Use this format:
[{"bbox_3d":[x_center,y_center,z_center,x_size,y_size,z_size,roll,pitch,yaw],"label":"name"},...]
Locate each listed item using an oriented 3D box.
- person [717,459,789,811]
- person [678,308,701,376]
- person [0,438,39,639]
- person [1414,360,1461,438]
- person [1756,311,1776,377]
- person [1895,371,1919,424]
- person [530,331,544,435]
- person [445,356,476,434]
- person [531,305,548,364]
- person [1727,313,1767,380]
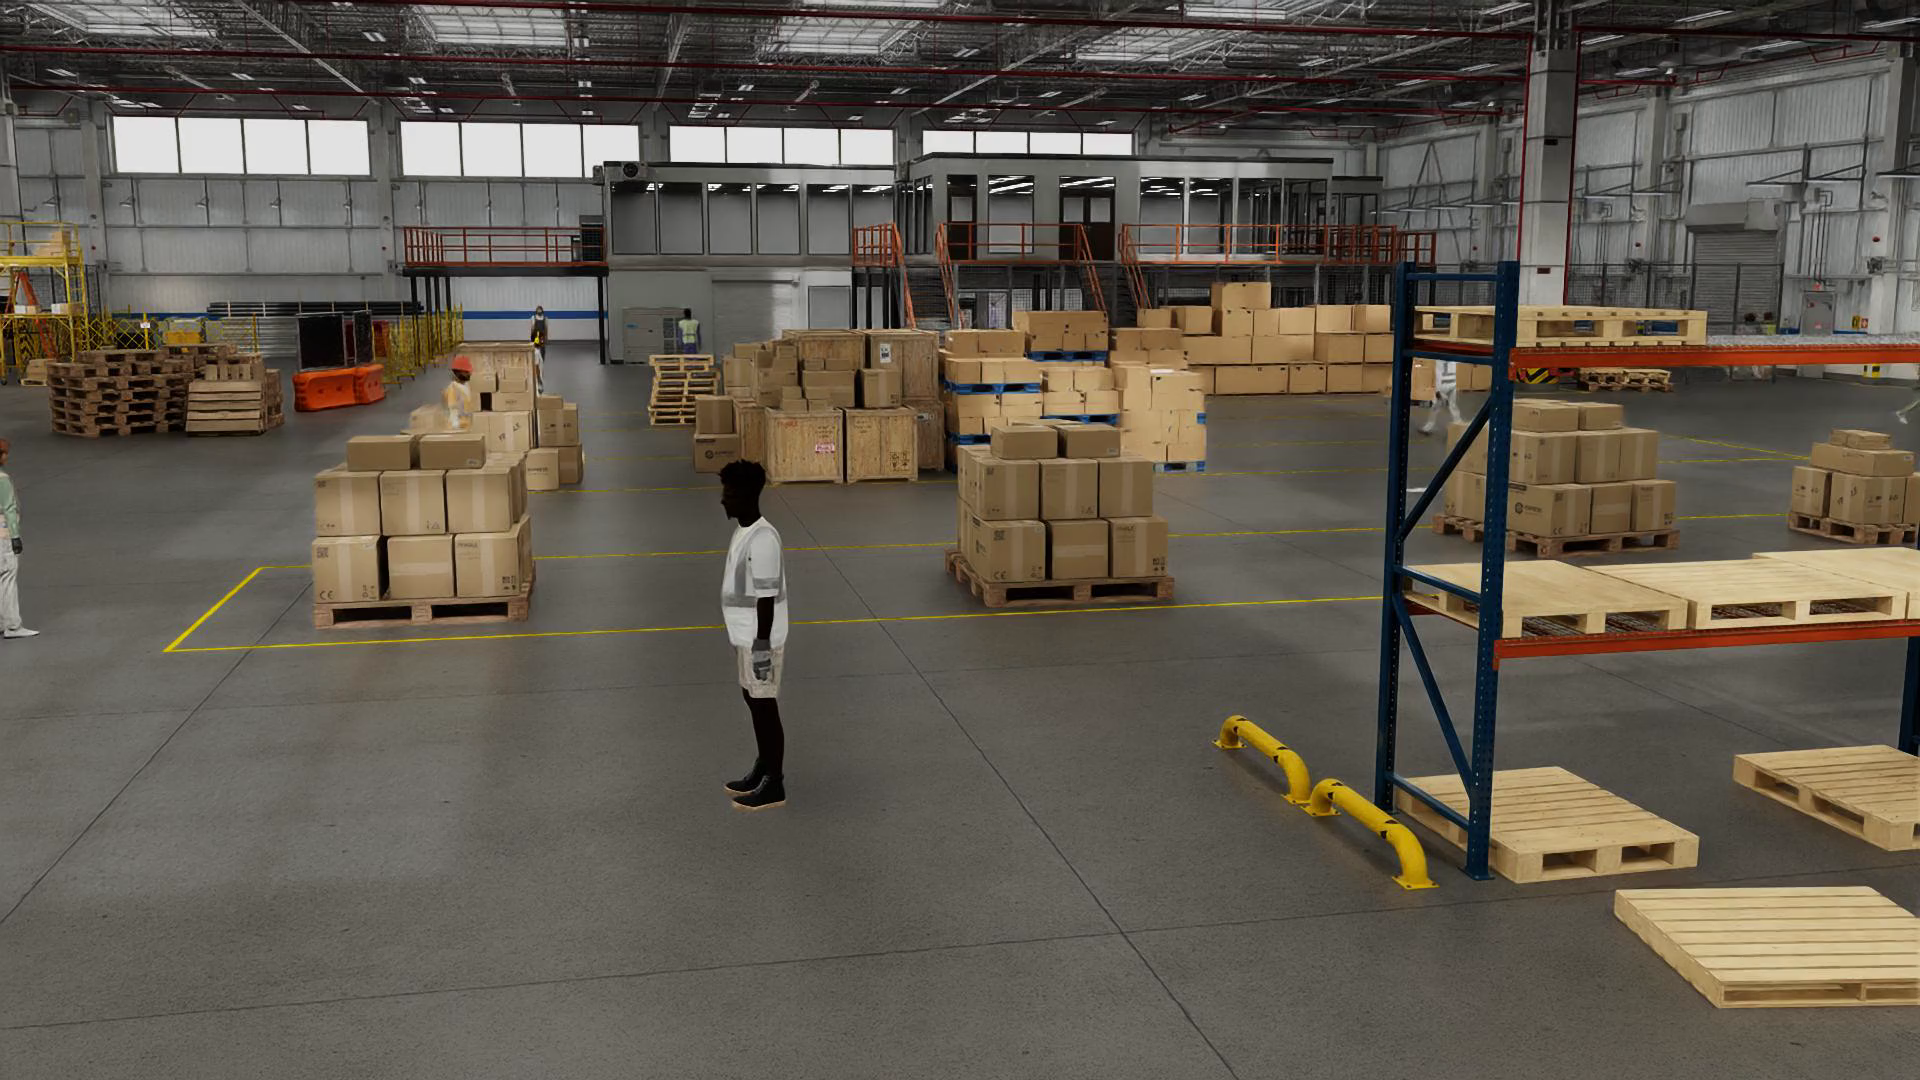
[{"bbox_3d":[-1.143,0.522,9.258,0.371,1.960,0.608,-3,10,-18],"label":"person"},{"bbox_3d":[-7.383,-5.361,45.367,0.600,1.940,0.539,-2,10,-14],"label":"person"},{"bbox_3d":[-7.789,-0.016,13.488,0.514,1.643,0.307,6,11,33],"label":"person"},{"bbox_3d":[8.434,-2.666,29.064,0.643,1.825,0.966,-6,11,-34],"label":"person"},{"bbox_3d":[21.700,-5.239,44.780,0.633,1.820,0.582,-2,10,-14],"label":"person"},{"bbox_3d":[18.012,-2.992,31.063,0.570,1.837,0.757,-6,11,-30],"label":"person"},{"bbox_3d":[-7.590,-2.821,29.914,0.329,1.865,0.509,-5,10,-27],"label":"person"},{"bbox_3d":[-6.187,-1.360,20.914,0.987,1.883,0.574,2,10,11],"label":"person"},{"bbox_3d":[-13.068,-6.380,51.704,0.534,1.834,0.586,-3,10,-16],"label":"person"},{"bbox_3d":[20.896,-5.115,44.113,0.950,1.802,0.631,6,11,31],"label":"person"}]
